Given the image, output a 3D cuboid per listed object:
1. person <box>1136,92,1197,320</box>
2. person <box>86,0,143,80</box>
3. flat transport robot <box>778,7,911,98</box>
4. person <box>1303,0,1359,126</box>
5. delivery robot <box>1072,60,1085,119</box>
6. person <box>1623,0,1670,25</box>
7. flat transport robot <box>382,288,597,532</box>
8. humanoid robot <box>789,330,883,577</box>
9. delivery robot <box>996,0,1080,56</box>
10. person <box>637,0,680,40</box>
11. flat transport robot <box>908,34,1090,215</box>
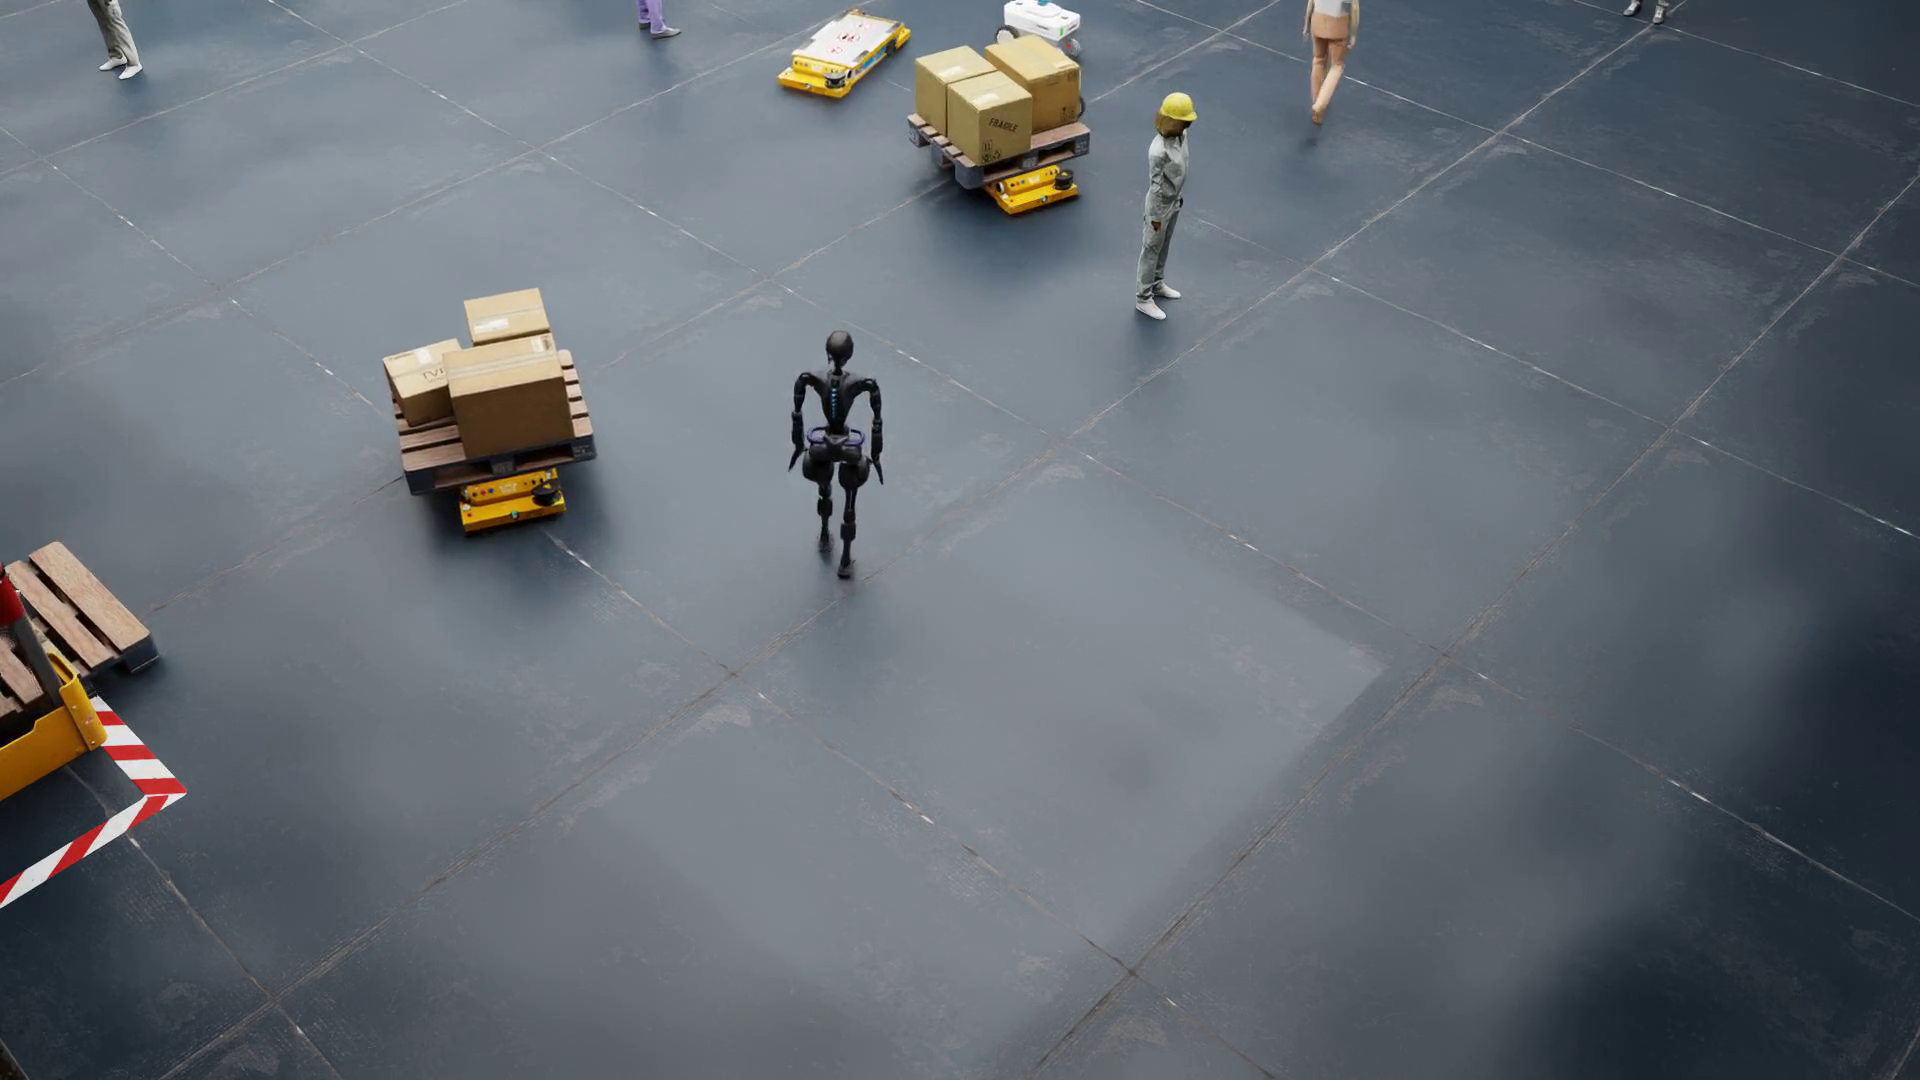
[{"bbox_3d":[1.511,-2.456,12.154,0.296,1.743,0.483,19,45,20],"label":"person"},{"bbox_3d":[-7.834,-5.006,15.063,0.522,1.639,0.304,28,49,27],"label":"person"},{"bbox_3d":[-1.073,-4.587,15.625,0.659,0.231,1.431,18,45,19],"label":"flat transport robot"},{"bbox_3d":[3.176,-4.406,14.333,0.481,1.727,0.598,20,46,21],"label":"person"},{"bbox_3d":[0.723,-4.045,14.801,0.773,0.586,0.499,-7,42,-7],"label":"delivery robot"},{"bbox_3d":[6.790,-5.892,15.908,0.563,1.834,0.406,21,46,22],"label":"person"},{"bbox_3d":[-3.109,-0.624,11.220,0.659,0.231,1.431,-13,44,-14],"label":"flat transport robot"},{"bbox_3d":[-0.758,-0.521,10.058,0.592,1.638,0.413,4,42,4],"label":"humanoid robot"},{"bbox_3d":[0.751,-4.854,15.719,0.807,0.609,0.499,27,48,26],"label":"delivery robot"},{"bbox_3d":[-2.966,-5.637,15.621,0.381,1.835,0.561,-25,48,-25],"label":"person"},{"bbox_3d":[0.334,-3.233,14.119,0.659,0.231,1.431,-21,46,-22],"label":"flat transport robot"}]
